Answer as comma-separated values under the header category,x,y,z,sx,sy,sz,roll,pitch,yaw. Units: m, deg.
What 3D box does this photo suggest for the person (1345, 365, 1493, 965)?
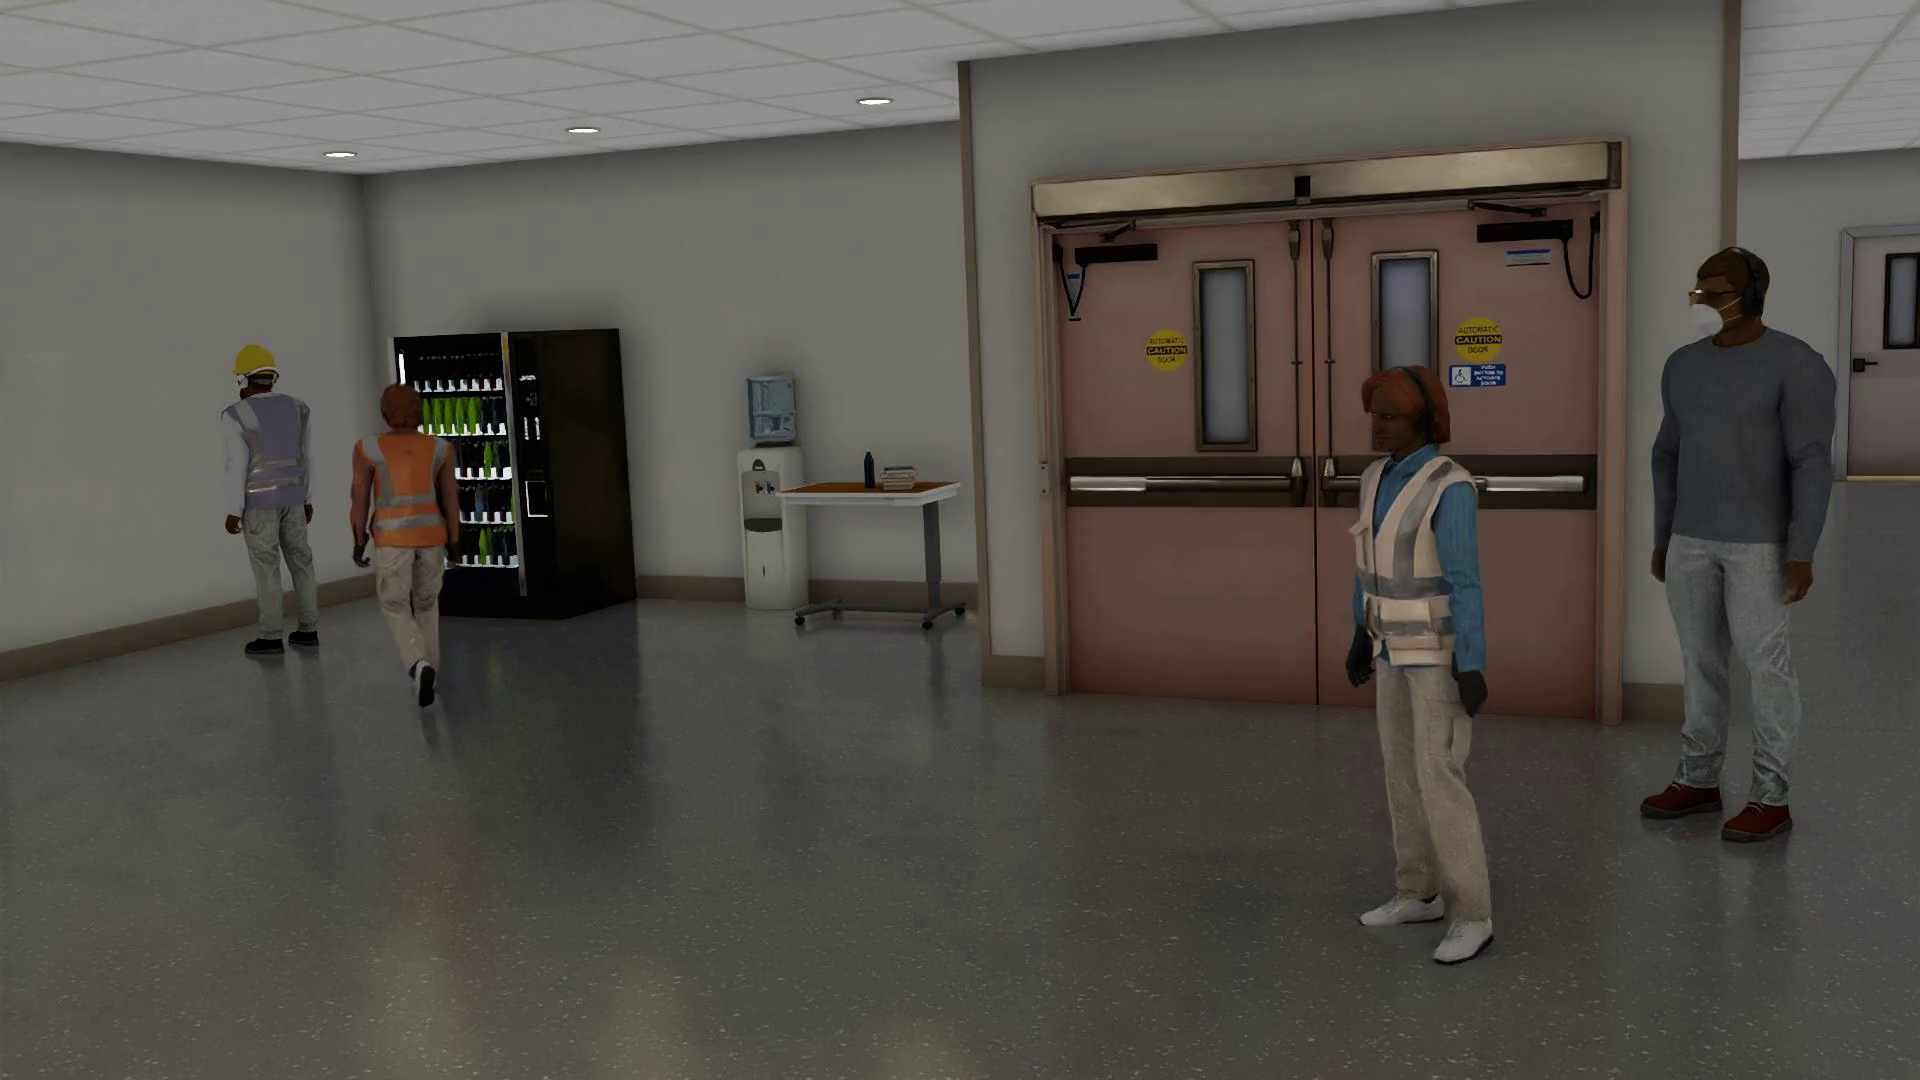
category,x,y,z,sx,sy,sz,roll,pitch,yaw
person,1.274,0.331,4.635,0.321,1.628,0.564,-4,8,-13

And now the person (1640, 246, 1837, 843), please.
category,x,y,z,sx,sy,sz,roll,pitch,yaw
person,2.549,0.011,5.498,0.366,1.938,0.635,-6,8,-26

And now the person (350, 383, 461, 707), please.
category,x,y,z,sx,sy,sz,roll,pitch,yaw
person,-2.728,0.020,8.306,0.515,1.611,0.705,-7,9,-34

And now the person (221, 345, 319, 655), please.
category,x,y,z,sx,sy,sz,roll,pitch,yaw
person,-4.104,-0.239,9.874,0.403,1.835,0.586,2,9,31
